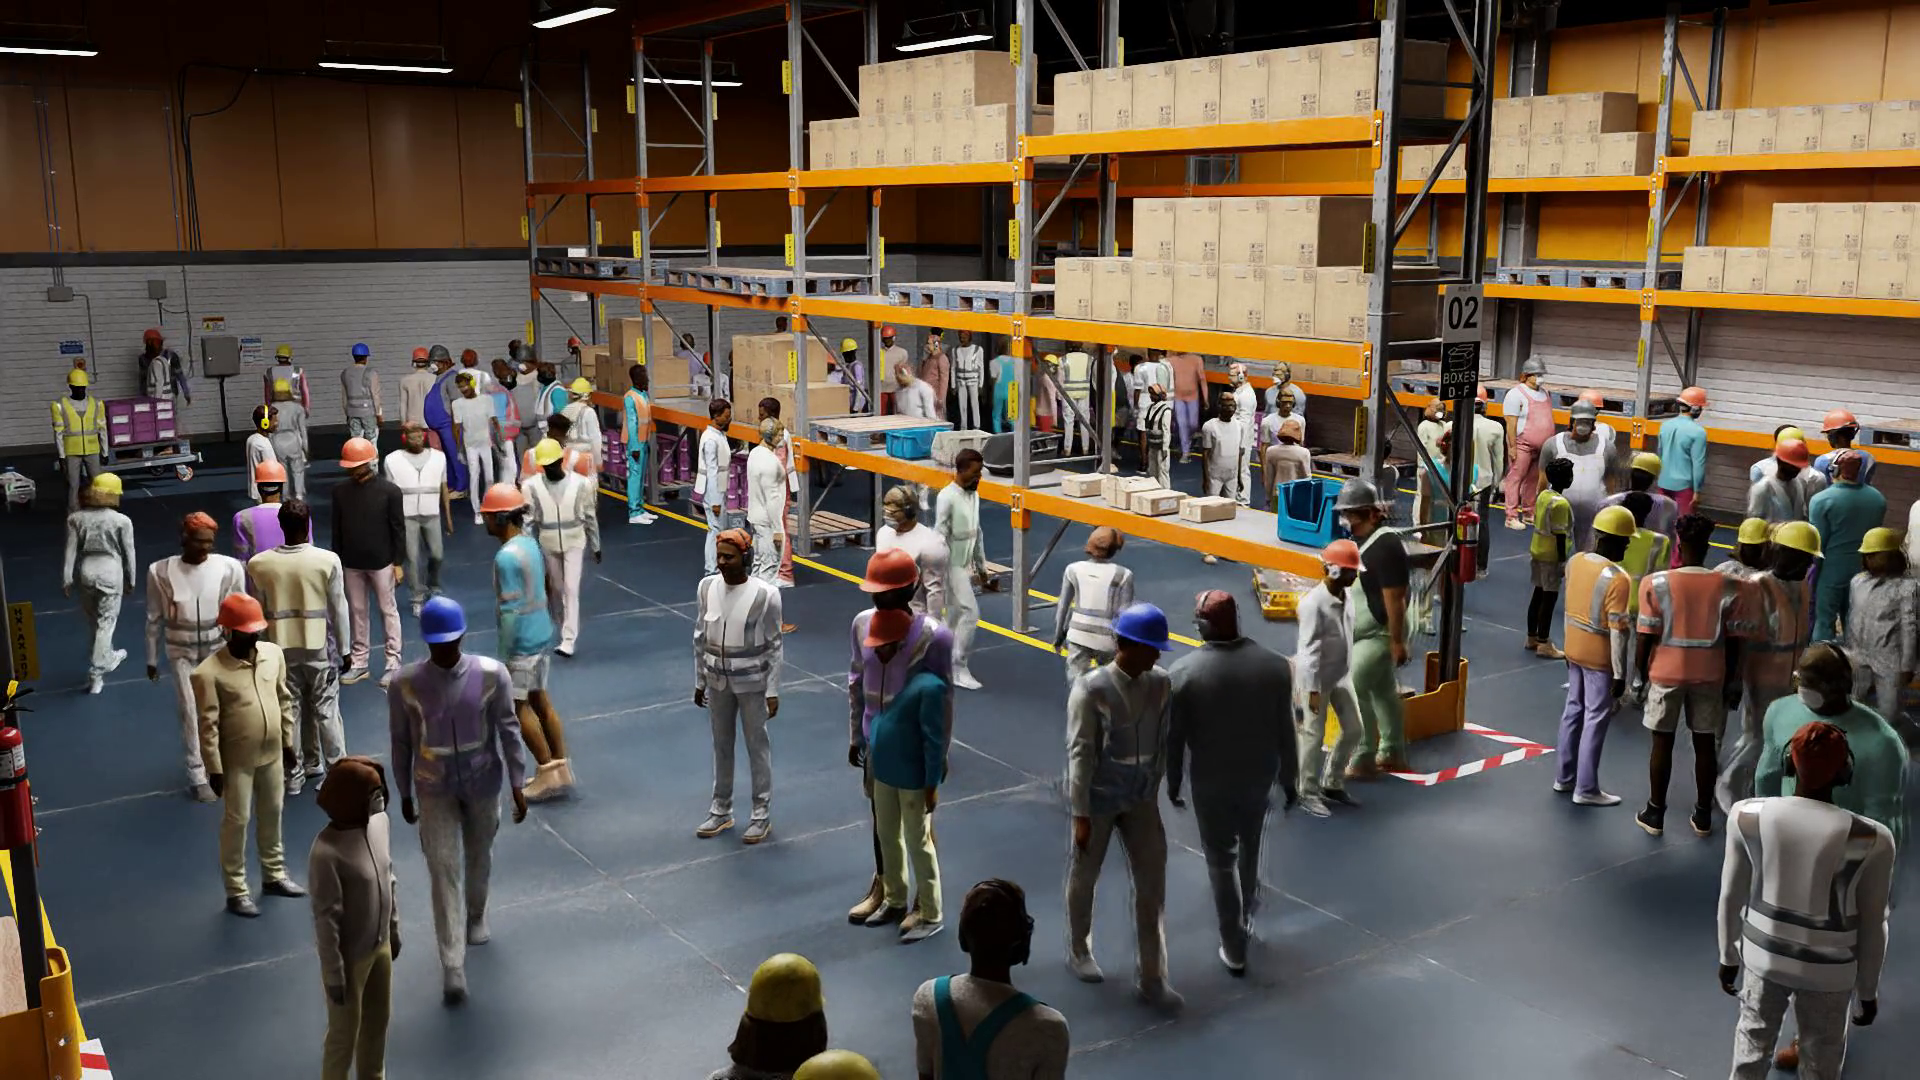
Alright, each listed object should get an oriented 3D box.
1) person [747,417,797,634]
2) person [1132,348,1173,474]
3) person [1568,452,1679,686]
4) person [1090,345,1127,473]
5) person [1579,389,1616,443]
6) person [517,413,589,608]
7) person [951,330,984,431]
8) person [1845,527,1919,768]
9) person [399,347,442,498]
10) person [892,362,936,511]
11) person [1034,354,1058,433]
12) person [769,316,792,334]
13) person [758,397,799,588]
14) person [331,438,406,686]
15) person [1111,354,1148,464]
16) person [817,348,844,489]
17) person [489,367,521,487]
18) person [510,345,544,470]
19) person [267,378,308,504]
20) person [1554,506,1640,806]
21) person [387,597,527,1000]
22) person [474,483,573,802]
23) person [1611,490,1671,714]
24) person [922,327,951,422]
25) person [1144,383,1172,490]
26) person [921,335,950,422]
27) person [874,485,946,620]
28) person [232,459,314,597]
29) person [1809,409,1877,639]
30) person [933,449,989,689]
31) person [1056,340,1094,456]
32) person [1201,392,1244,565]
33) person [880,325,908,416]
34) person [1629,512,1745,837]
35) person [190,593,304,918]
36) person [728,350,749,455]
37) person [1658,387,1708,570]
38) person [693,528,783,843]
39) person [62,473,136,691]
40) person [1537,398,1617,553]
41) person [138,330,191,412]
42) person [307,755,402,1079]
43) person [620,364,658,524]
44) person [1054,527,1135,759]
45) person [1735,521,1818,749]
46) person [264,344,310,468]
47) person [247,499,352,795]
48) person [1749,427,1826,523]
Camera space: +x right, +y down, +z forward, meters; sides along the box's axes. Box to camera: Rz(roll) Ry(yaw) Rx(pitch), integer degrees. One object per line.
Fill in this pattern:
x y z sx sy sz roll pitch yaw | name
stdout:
-1.700 -0.131 14.798 0.371 1.934 0.627 -4 12 -21 | person
2.766 -1.919 23.900 0.598 1.958 0.370 -3 11 -15 | person
5.207 0.274 12.864 0.886 1.889 0.428 2 11 10 | person
2.147 -2.003 24.101 0.535 2.000 0.681 0 11 -1 | person
6.410 -0.572 17.043 0.548 1.936 0.378 -5 12 -23 | person
-3.776 -0.224 15.384 0.652 1.896 1.003 3 12 16 | person
0.119 -2.563 27.400 0.591 1.878 0.374 5 12 25 | person
6.045 0.753 10.824 0.616 1.726 0.497 -6 12 -26 | person
-7.027 -1.533 21.850 0.618 1.986 0.408 -3 12 -16 | person
-0.604 -1.306 21.002 0.738 1.865 0.394 10 15 40 | person
1.228 -1.748 23.578 0.398 1.746 0.655 -3 11 -15 | person
-3.314 -3.210 30.796 0.563 1.839 0.394 4 12 19 | person
-1.825 -0.480 16.670 0.404 1.906 0.598 -3 11 -15 | person
-4.674 0.172 13.116 0.608 1.984 0.397 2 11 10 | person
2.584 -1.975 24.989 0.524 1.644 0.902 -7 13 -32 | person
-1.758 -1.645 22.567 0.595 1.917 0.496 -10 15 -43 | person
-5.729 -1.251 20.884 0.437 1.824 0.669 -2 11 -12 | person
-5.677 -1.570 21.888 0.695 2.000 0.536 5 12 26 | person
-8.267 -1.129 20.414 0.497 1.724 0.565 -6 12 -28 | person
4.016 0.727 10.467 0.394 1.913 0.591 -3 11 -14 | person
-2.449 1.193 8.132 0.616 1.901 0.995 -4 12 -19 | person
-2.782 0.639 10.624 0.579 2.015 0.659 -1 11 -3 | person
5.011 0.456 12.445 0.550 1.675 0.531 6 12 26 | person
-0.394 -2.688 28.053 0.532 1.868 0.310 0 11 1 | person
2.471 -1.141 20.743 0.314 1.632 0.516 -5 12 -22 | person
-0.402 -2.165 25.276 0.410 1.909 0.643 -5 12 -24 | person
-0.366 0.577 11.181 0.371 1.934 0.627 -10 15 -42 | person
-5.051 0.365 12.298 0.548 1.924 0.390 -5 12 -26 | person
7.619 -0.125 14.509 0.605 2.034 0.390 -4 12 -18 | person
0.043 0.224 13.076 0.659 1.888 0.616 4 12 21 | person
1.781 -2.220 25.726 0.625 1.843 0.430 -2 11 -8 | person
2.808 -0.664 17.749 0.507 1.846 0.351 -5 12 -23 | person
-1.115 -2.376 26.130 0.624 1.992 0.386 1 11 8 | person
4.325 0.806 9.936 0.608 1.959 0.384 2 11 10 | person
-3.769 1.127 8.855 0.351 1.742 0.571 6 12 26 | person
-3.451 -2.127 25.783 0.266 1.631 0.507 -6 12 -27 | person
7.326 -0.563 16.890 0.413 1.984 0.631 -4 12 -20 | person
-1.324 0.858 9.865 0.573 1.883 0.355 4 12 21 | person
-6.797 0.307 13.199 0.531 1.671 0.885 -1 11 -7 | person
5.682 -0.291 15.340 0.684 2.000 0.538 3 11 14 | person
-12.194 -2.222 25.401 0.661 1.968 1.036 1 11 3 | person
-2.369 1.632 6.575 0.279 1.627 0.505 2 11 11 | person
-3.896 -1.164 20.122 0.391 1.919 0.588 0 11 3 | person
0.922 0.696 11.370 0.608 1.599 0.656 4 12 21 | person
5.604 0.670 11.480 0.524 1.631 0.319 8 14 37 | person
-9.828 -1.942 24.326 0.601 1.831 0.404 -2 11 -11 | person
-4.200 0.689 10.639 0.589 1.920 0.392 -1 11 -5 | person
7.041 -0.012 14.232 0.586 1.920 0.396 9 14 39 | person
